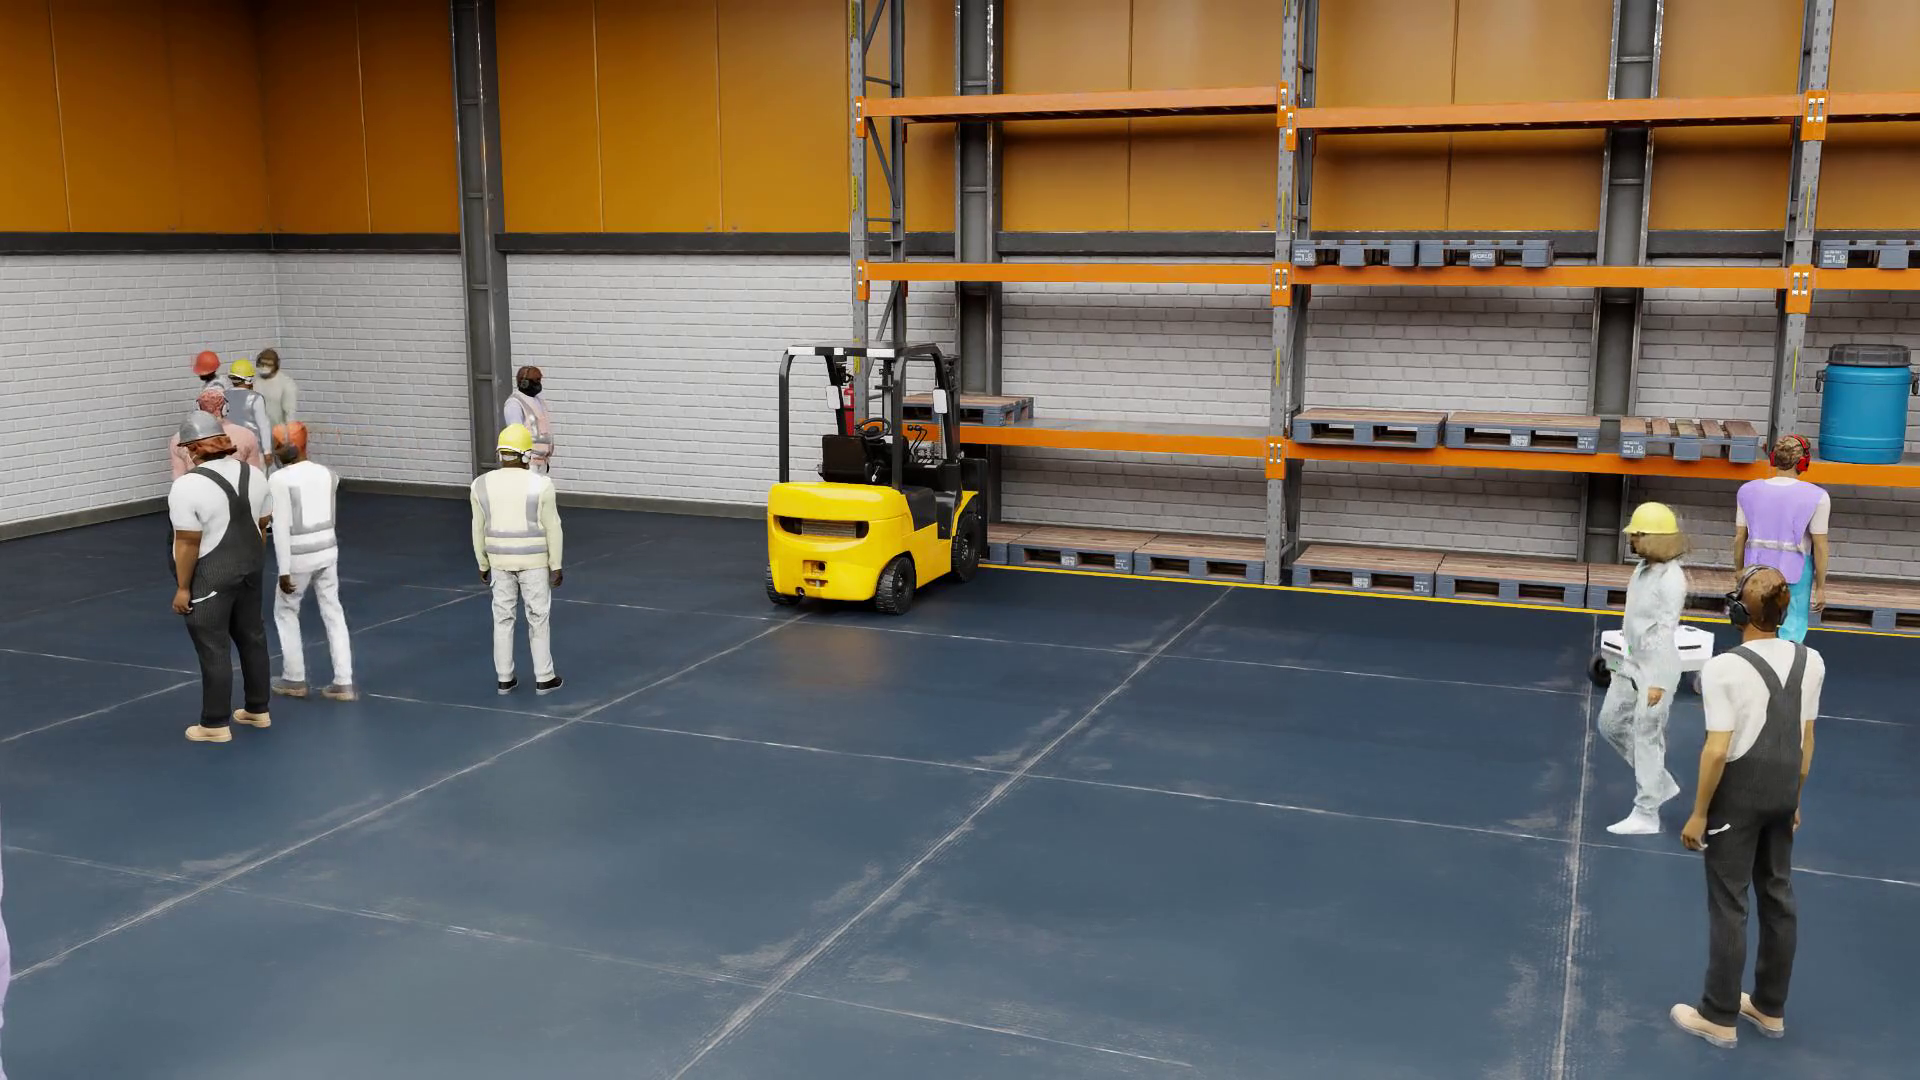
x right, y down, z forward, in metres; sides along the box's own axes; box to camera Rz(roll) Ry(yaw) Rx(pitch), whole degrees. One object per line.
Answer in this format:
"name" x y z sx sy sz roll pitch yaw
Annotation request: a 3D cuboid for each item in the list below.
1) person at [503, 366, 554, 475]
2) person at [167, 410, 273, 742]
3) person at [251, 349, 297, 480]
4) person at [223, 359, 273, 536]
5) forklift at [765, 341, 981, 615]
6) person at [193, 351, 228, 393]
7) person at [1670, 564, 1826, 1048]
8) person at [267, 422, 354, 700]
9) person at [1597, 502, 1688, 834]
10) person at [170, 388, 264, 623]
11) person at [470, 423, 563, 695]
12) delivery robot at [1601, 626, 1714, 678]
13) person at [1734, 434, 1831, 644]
"person" -4.167 -0.775 16.195 0.429 1.843 0.622 2 10 9
"person" -4.572 0.205 10.179 0.537 2.000 0.678 4 11 22
"person" -7.431 -1.109 17.918 0.658 1.887 0.896 2 10 8
"person" -7.349 -0.945 17.157 0.587 1.835 0.404 3 10 14
"forklift" -0.739 -0.602 14.246 1.214 2.155 2.313 4 11 21
"person" -8.024 -1.109 17.967 0.370 1.887 0.669 -4 11 -22
"person" 2.971 1.002 6.282 0.505 1.847 0.349 -3 11 -15
"person" -4.338 0.145 10.978 0.723 1.861 0.617 6 12 30
"person" 3.499 0.664 8.490 0.366 1.734 0.488 0 10 -1
"person" -5.780 -0.234 13.000 0.652 1.906 0.405 -4 11 -23
"person" -2.947 0.134 11.154 0.600 1.831 0.404 1 10 4
"delivery robot" 4.689 0.721 11.182 0.707 0.478 0.477 -3 11 -15
"person" 5.117 0.261 10.406 0.390 1.847 0.562 -9 14 -42
